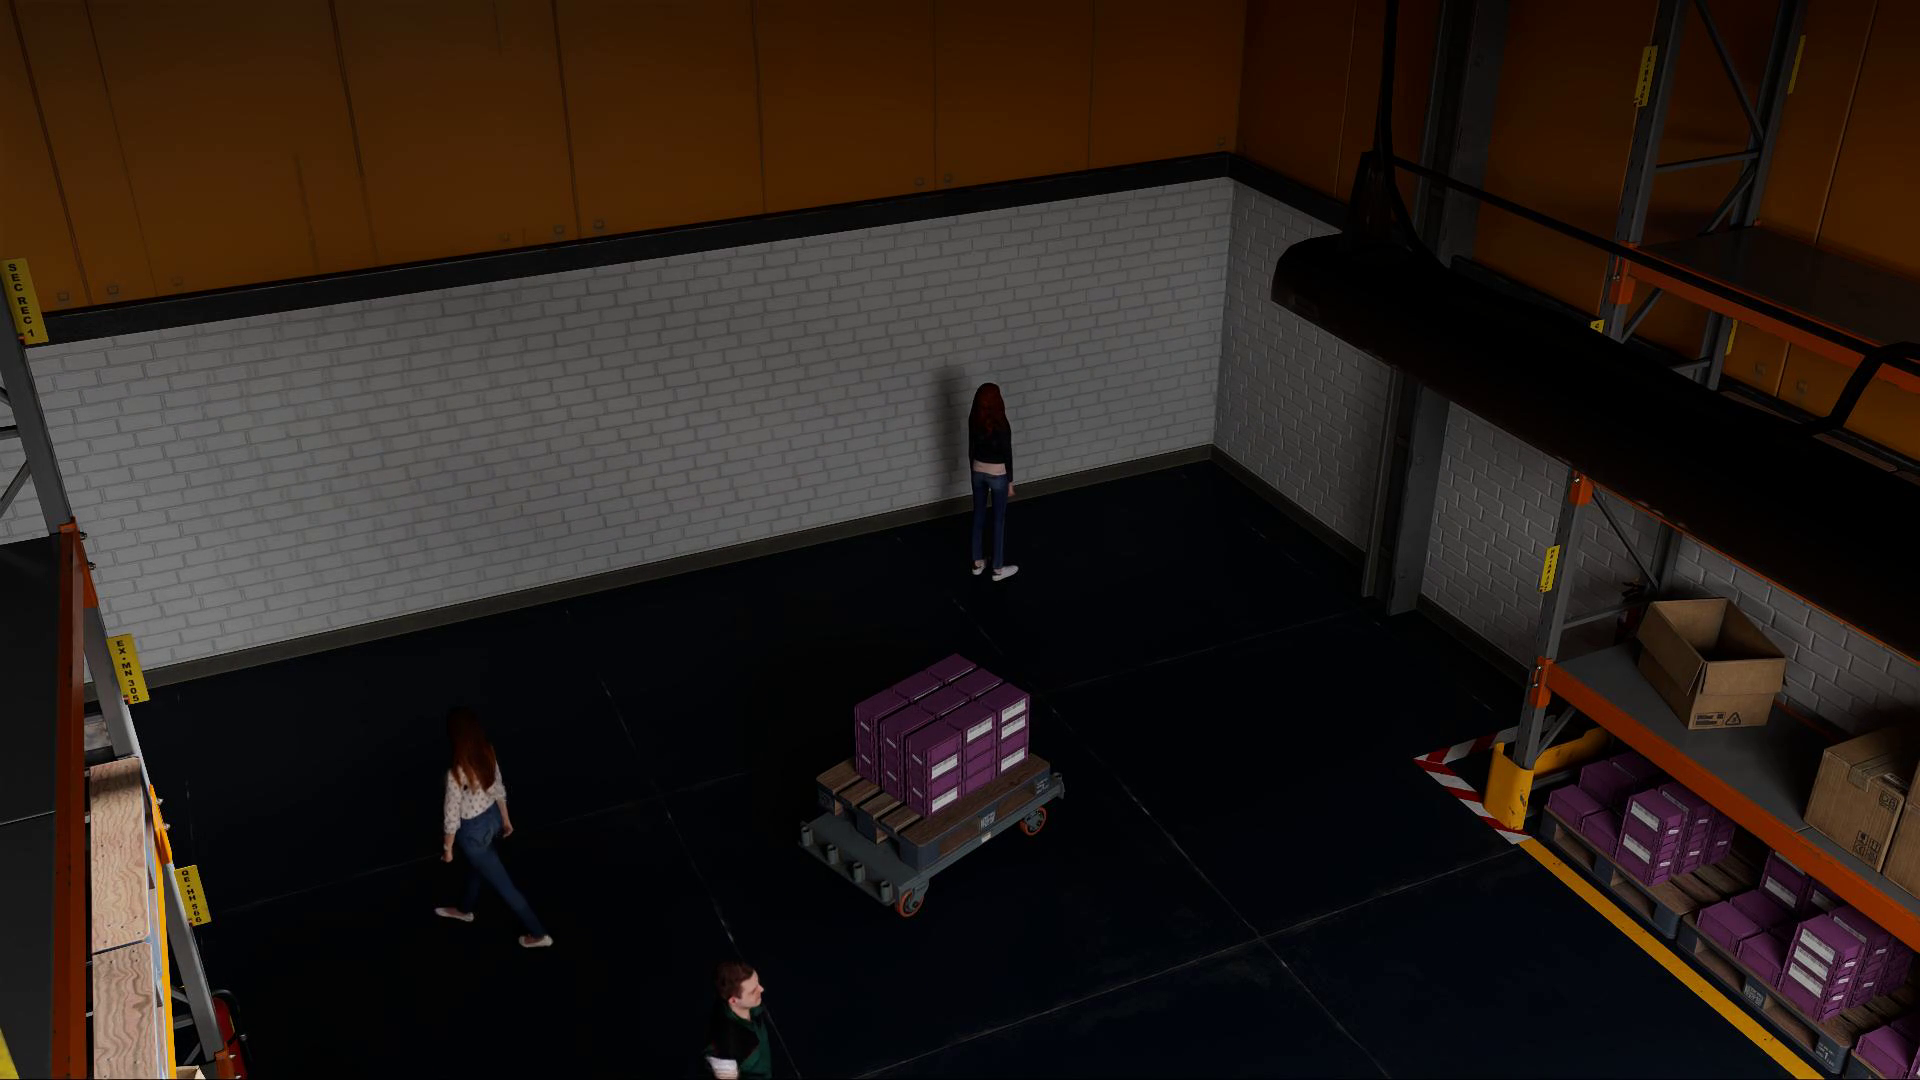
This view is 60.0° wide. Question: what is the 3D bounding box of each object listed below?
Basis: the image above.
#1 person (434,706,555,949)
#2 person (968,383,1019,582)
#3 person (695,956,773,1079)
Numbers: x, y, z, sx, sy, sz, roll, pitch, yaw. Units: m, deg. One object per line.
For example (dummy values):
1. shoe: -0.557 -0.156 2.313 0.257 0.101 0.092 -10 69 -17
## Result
1. person: -2.795 1.763 9.938 1.134 1.689 1.084 10 30 18
2. person: 0.252 -0.499 13.983 0.625 1.786 0.721 20 34 31
3. person: -1.121 2.751 7.992 0.991 1.818 1.058 1 29 2
